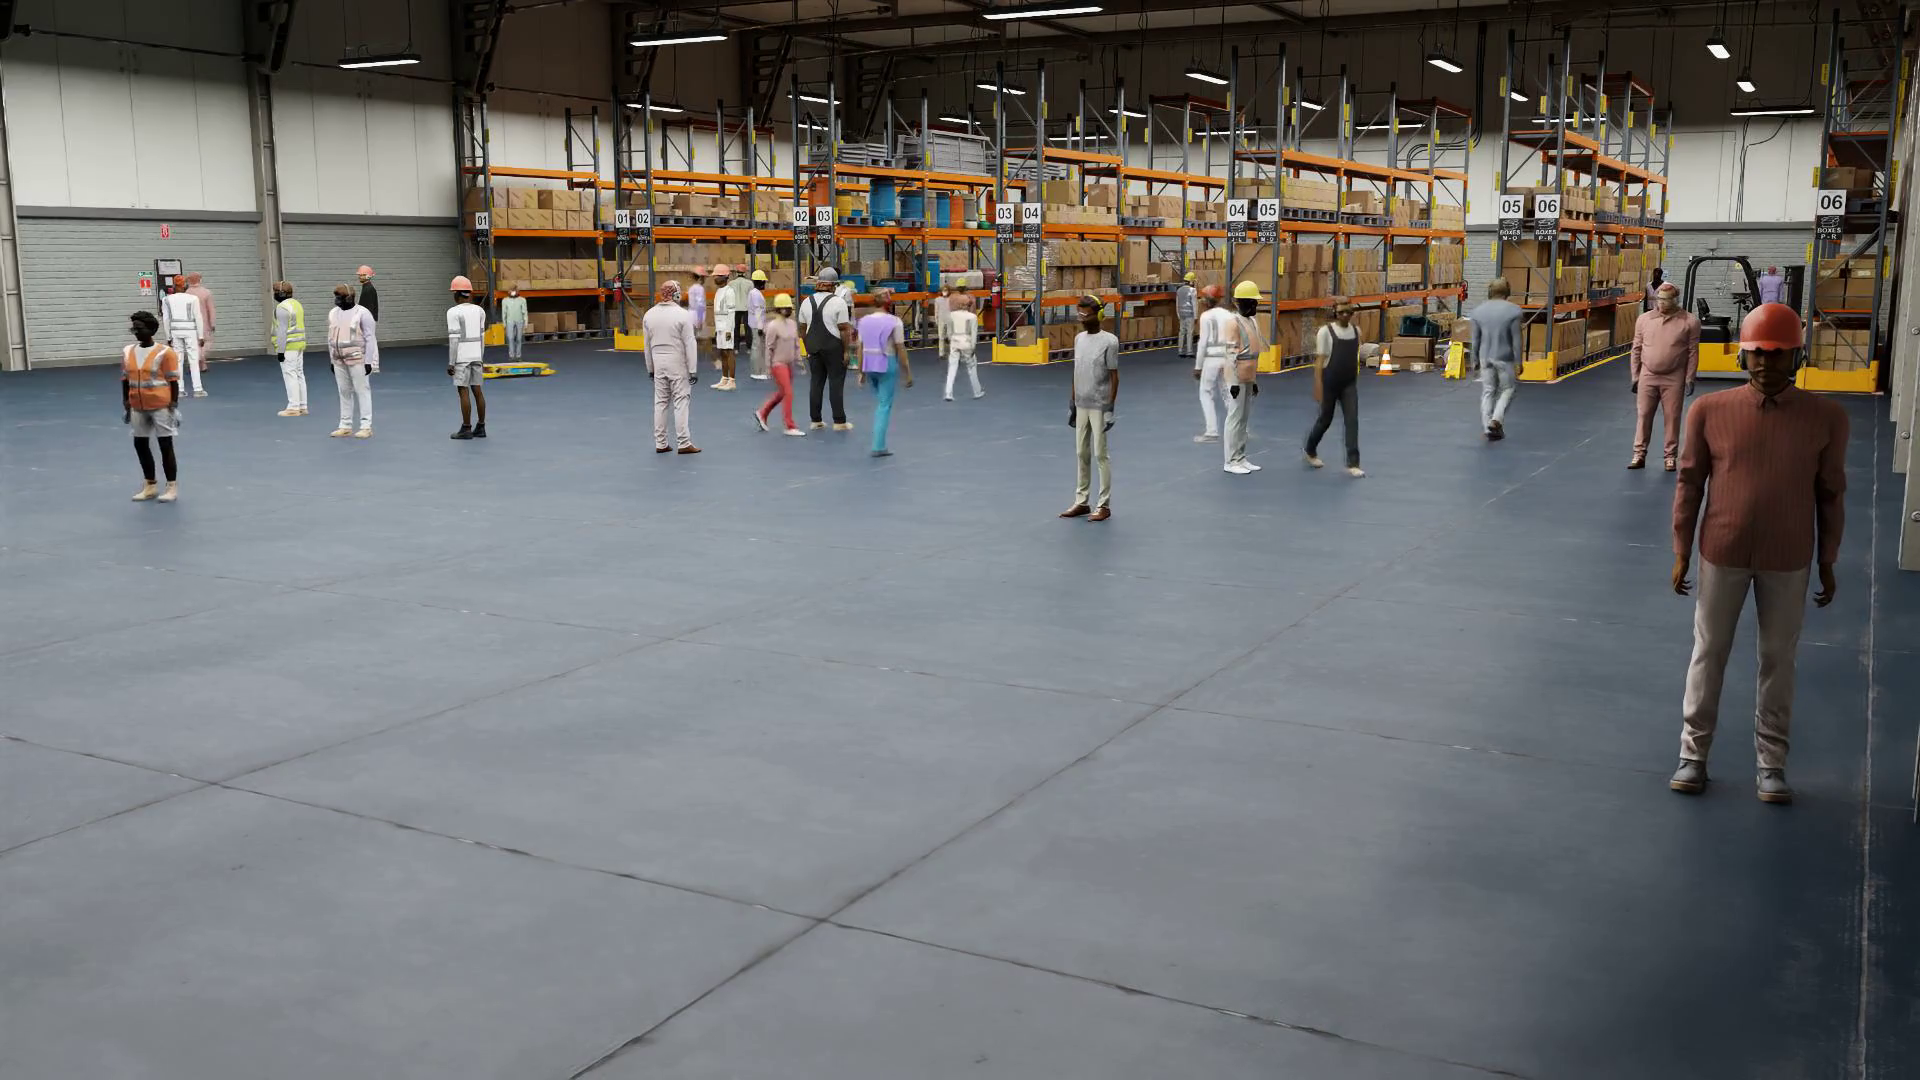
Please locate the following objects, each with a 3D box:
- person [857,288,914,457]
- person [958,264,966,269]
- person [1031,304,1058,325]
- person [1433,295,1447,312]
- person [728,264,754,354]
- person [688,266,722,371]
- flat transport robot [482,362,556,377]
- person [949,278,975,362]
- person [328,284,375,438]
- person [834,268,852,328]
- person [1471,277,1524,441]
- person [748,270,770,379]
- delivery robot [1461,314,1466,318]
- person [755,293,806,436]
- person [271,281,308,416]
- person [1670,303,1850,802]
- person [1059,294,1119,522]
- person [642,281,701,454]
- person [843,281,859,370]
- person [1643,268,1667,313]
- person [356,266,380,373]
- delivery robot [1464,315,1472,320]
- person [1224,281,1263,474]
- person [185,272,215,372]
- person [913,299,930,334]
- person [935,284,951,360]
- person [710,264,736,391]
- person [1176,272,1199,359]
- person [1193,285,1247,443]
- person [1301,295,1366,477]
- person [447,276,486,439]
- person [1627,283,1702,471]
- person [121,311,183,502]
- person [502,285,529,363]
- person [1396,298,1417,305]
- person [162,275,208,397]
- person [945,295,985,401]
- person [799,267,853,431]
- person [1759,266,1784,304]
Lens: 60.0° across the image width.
[{"bbox_3d":[-0.792,-1.821,18.130,0.576,1.826,0.580,8,13,40],"label":"person"},{"bbox_3d":[0.059,-7.336,50.149,0.576,1.912,0.693,5,11,26],"label":"person"},{"bbox_3d":[1.912,-5.206,37.656,0.626,1.934,0.363,0,10,-1],"label":"person"},{"bbox_3d":[13.412,-6.564,46.476,0.374,1.627,0.552,5,11,27],"label":"person"},{"bbox_3d":[-4.881,-5.163,37.201,0.613,1.995,0.390,1,10,7],"label":"person"},{"bbox_3d":[-4.912,-4.153,31.358,1.071,1.981,0.616,-5,11,-29],"label":"person"},{"bbox_3d":[-8.119,-3.088,30.093,0.652,0.197,1.431,9,13,43],"label":"flat transport robot"},{"bbox_3d":[0.046,-4.460,33.914,0.533,1.716,0.920,0,10,1],"label":"person"},{"bbox_3d":[-7.317,-2.141,19.968,0.624,1.841,0.430,4,10,21],"label":"person"},{"bbox_3d":[-2.349,-4.192,31.597,0.613,1.963,0.362,4,10,20],"label":"person"},{"bbox_3d":[6.329,-2.115,19.560,0.660,1.924,0.432,9,13,43],"label":"person"},{"bbox_3d":[-3.567,-3.809,29.471,0.366,1.926,0.592,-2,10,-13],"label":"person"},{"bbox_3d":[13.969,-6.017,46.136,0.477,0.478,0.707,-1,10,-7],"label":"delivery robot"},{"bbox_3d":[-2.215,-2.146,20.281,0.785,1.737,0.521,5,11,28],"label":"person"},{"bbox_3d":[-9.168,-2.604,22.709,0.430,1.836,0.629,0,10,-1],"label":"person"},{"bbox_3d":[3.175,0.056,6.645,0.623,1.992,0.396,4,11,24],"label":"person"},{"bbox_3d":[1.075,-1.084,13.709,0.329,1.865,0.508,-9,13,-41],"label":"person"},{"bbox_3d":[-3.161,-1.899,18.351,0.652,1.906,0.409,5,11,25],"label":"person"},{"bbox_3d":[-2.266,-4.125,31.967,0.880,1.709,0.552,6,11,30],"label":"person"},{"bbox_3d":[15.474,-5.085,36.969,0.389,1.919,0.592,-8,12,-39],"label":"person"},{"bbox_3d":[-11.082,-4.128,31.136,0.378,1.995,0.622,-4,10,-21],"label":"person"},{"bbox_3d":[13.858,-5.916,45.546,0.707,0.478,0.477,-2,10,-10],"label":"delivery robot"},{"bbox_3d":[2.850,-1.632,16.729,0.366,1.927,0.588,5,11,29],"label":"person"},{"bbox_3d":[-14.202,-4.050,31.002,0.657,1.892,0.608,1,10,3],"label":"person"},{"bbox_3d":[-1.081,-6.688,46.517,0.521,1.863,0.319,6,11,30],"label":"person"},{"bbox_3d":[-0.272,-4.606,35.097,0.510,1.606,0.695,2,10,12],"label":"person"},{"bbox_3d":[-3.850,-3.444,26.996,0.374,2.043,0.612,-5,11,-28],"label":"person"},{"bbox_3d":[4.853,-4.762,35.331,0.403,1.830,0.600,-7,12,-35],"label":"person"},{"bbox_3d":[3.059,-2.048,19.422,0.731,1.851,0.450,-9,13,-43],"label":"person"},{"bbox_3d":[3.749,-1.559,16.686,0.523,1.809,0.907,-3,10,-19],"label":"person"},{"bbox_3d":[-5.896,-2.166,19.820,0.354,1.939,0.544,5,11,28],"label":"person"},{"bbox_3d":[7.138,-1.647,16.897,0.643,1.902,0.400,6,12,33],"label":"person"},{"bbox_3d":[-7.155,-1.176,14.725,0.584,1.703,0.337,1,10,8],"label":"person"},{"bbox_3d":[-9.059,-4.400,33.900,0.514,1.587,0.843,-3,10,-16],"label":"person"},{"bbox_3d":[12.459,-6.648,46.293,1.037,1.871,0.561,-6,11,-32],"label":"person"},{"bbox_3d":[-11.988,-3.148,25.718,0.574,1.887,0.355,-1,10,-3],"label":"person"},{"bbox_3d":[0.042,-2.897,25.119,0.527,1.591,0.878,5,11,28],"label":"person"},{"bbox_3d":[-1.635,-2.395,20.863,0.688,2.000,0.536,5,11,28],"label":"person"},{"bbox_3d":[22.392,-6.619,45.981,0.643,1.910,0.399,4,11,23],"label":"person"}]
